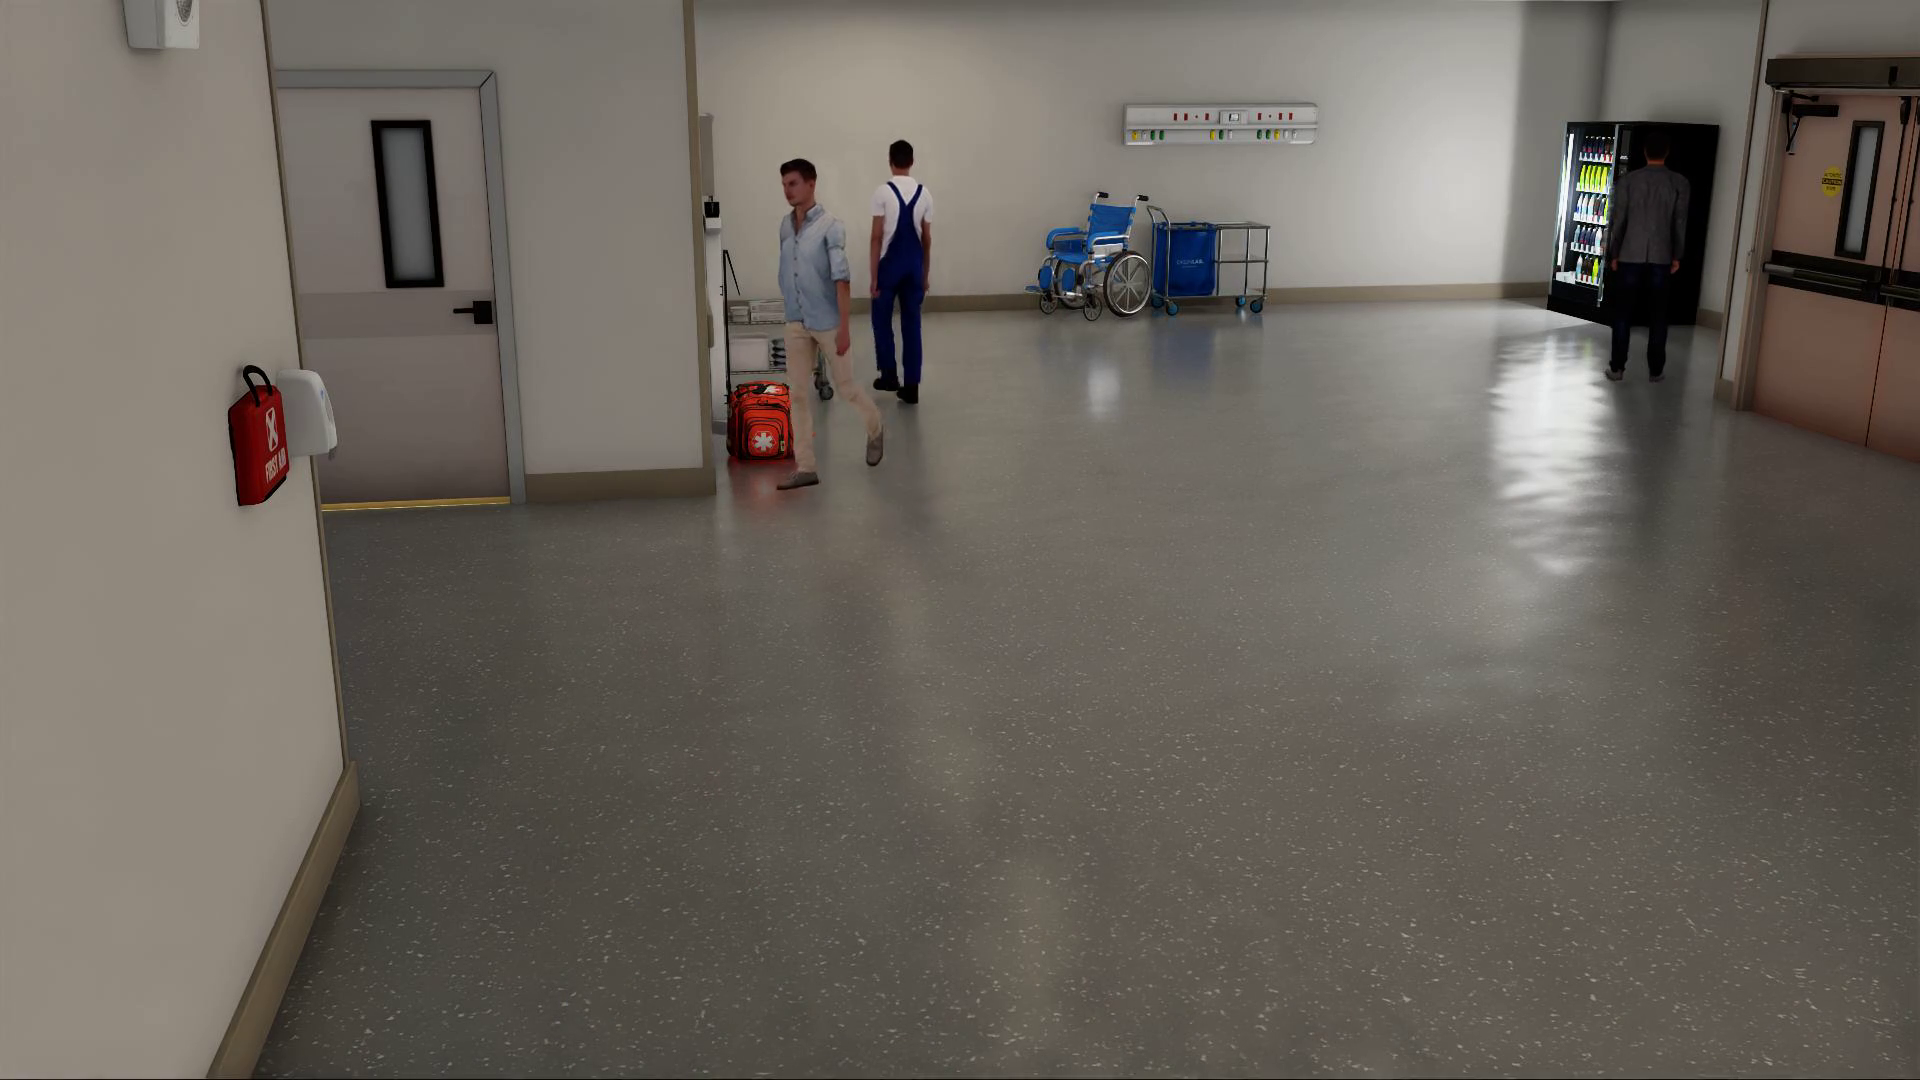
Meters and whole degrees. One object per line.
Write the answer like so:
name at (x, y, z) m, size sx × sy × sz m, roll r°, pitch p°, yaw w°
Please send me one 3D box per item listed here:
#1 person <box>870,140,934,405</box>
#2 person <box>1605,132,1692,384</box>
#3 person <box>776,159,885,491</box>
person at (-0.390, -1.875, 11.752) m, size 0.709 × 1.831 × 0.827 m, roll -6°, pitch 17°, yaw -19°
person at (5.219, -2.151, 12.655) m, size 0.773 × 1.871 × 0.767 m, roll 5°, pitch 17°, yaw 19°
person at (-0.749, -1.217, 9.466) m, size 1.183 × 1.804 × 1.268 m, roll 10°, pitch 18°, yaw 31°
